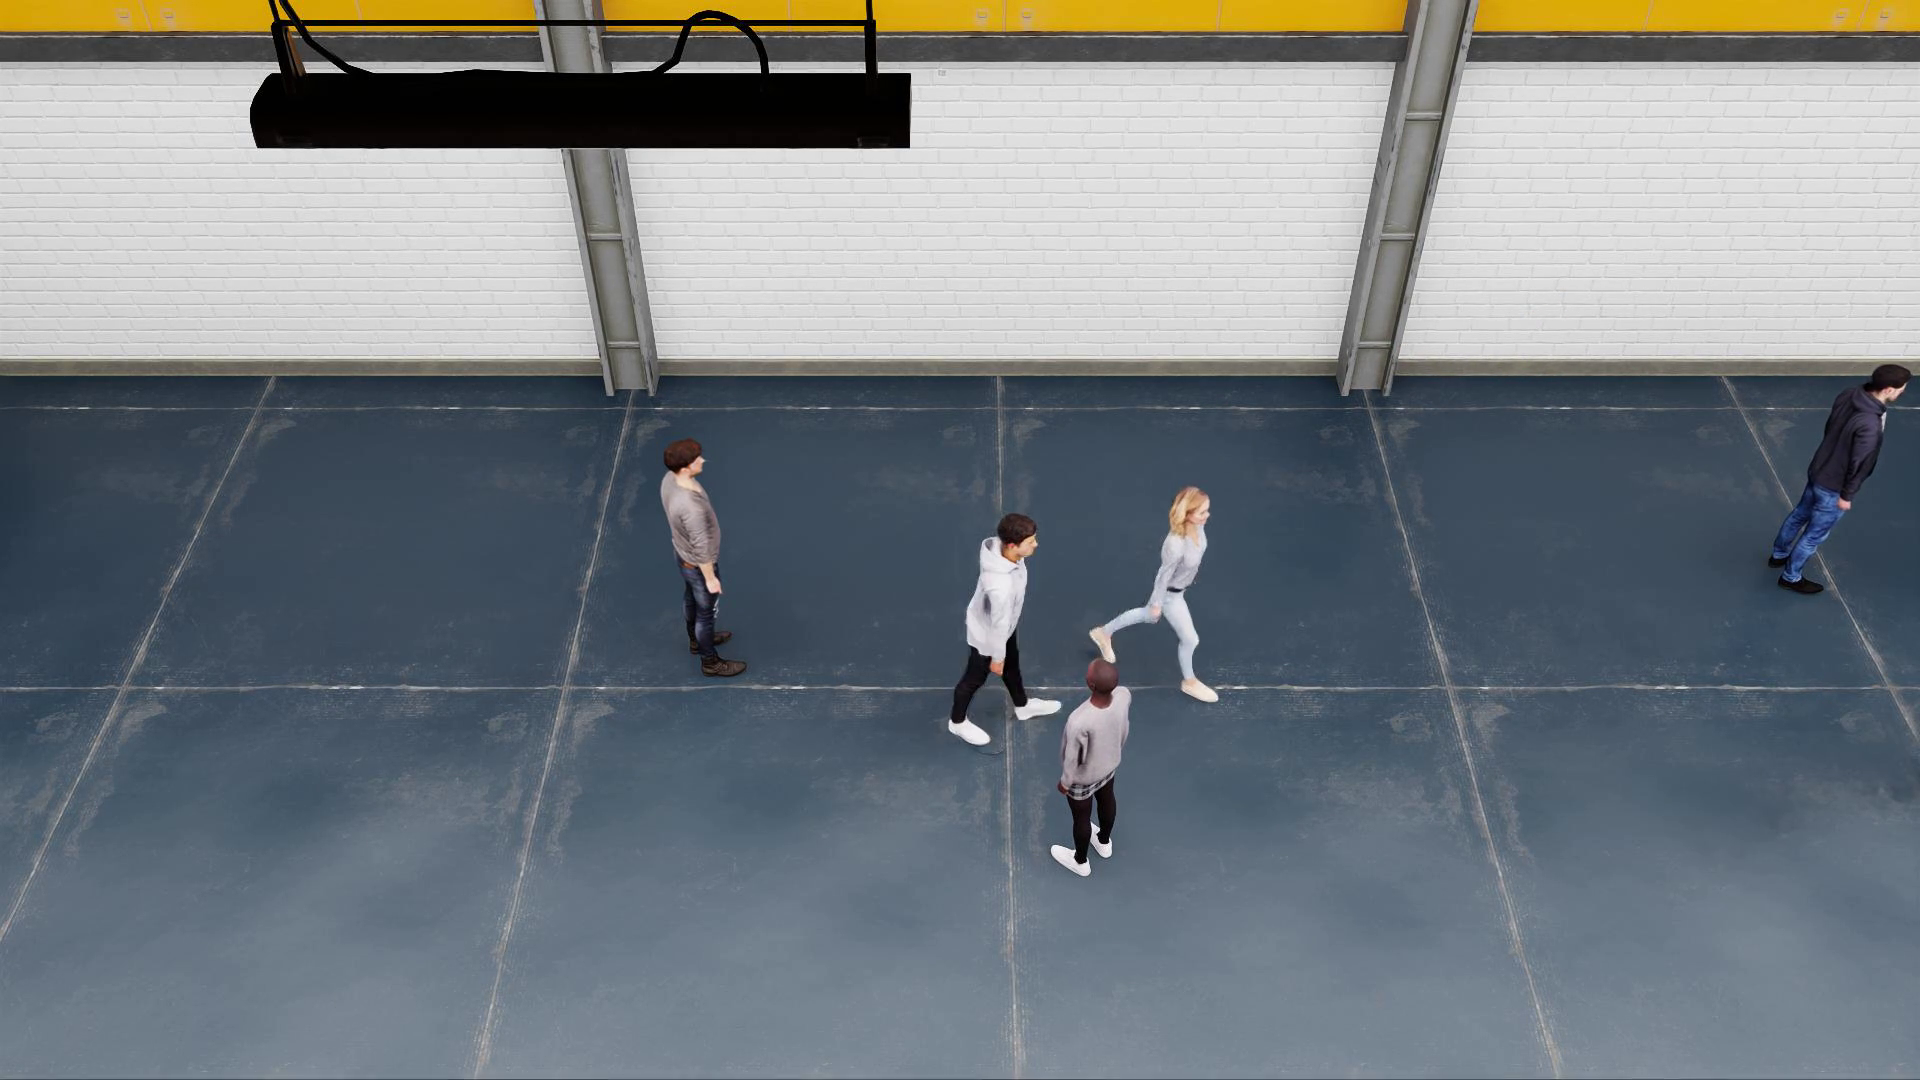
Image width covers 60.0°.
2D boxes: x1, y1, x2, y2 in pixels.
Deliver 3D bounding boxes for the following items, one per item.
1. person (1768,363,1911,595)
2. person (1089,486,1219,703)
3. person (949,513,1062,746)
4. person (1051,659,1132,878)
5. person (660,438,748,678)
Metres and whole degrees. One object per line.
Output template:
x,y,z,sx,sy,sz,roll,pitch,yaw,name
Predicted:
5.997,-0.439,11.428,0.579,1.888,0.681,3,44,3,person
1.288,0.303,10.746,1.263,1.755,1.005,21,47,20,person
0.144,0.548,10.390,0.992,1.892,0.788,8,44,8,person
0.784,1.316,9.670,0.682,1.772,0.755,-31,52,-29,person
-1.722,0.113,10.836,0.730,1.905,0.772,-16,46,-16,person
